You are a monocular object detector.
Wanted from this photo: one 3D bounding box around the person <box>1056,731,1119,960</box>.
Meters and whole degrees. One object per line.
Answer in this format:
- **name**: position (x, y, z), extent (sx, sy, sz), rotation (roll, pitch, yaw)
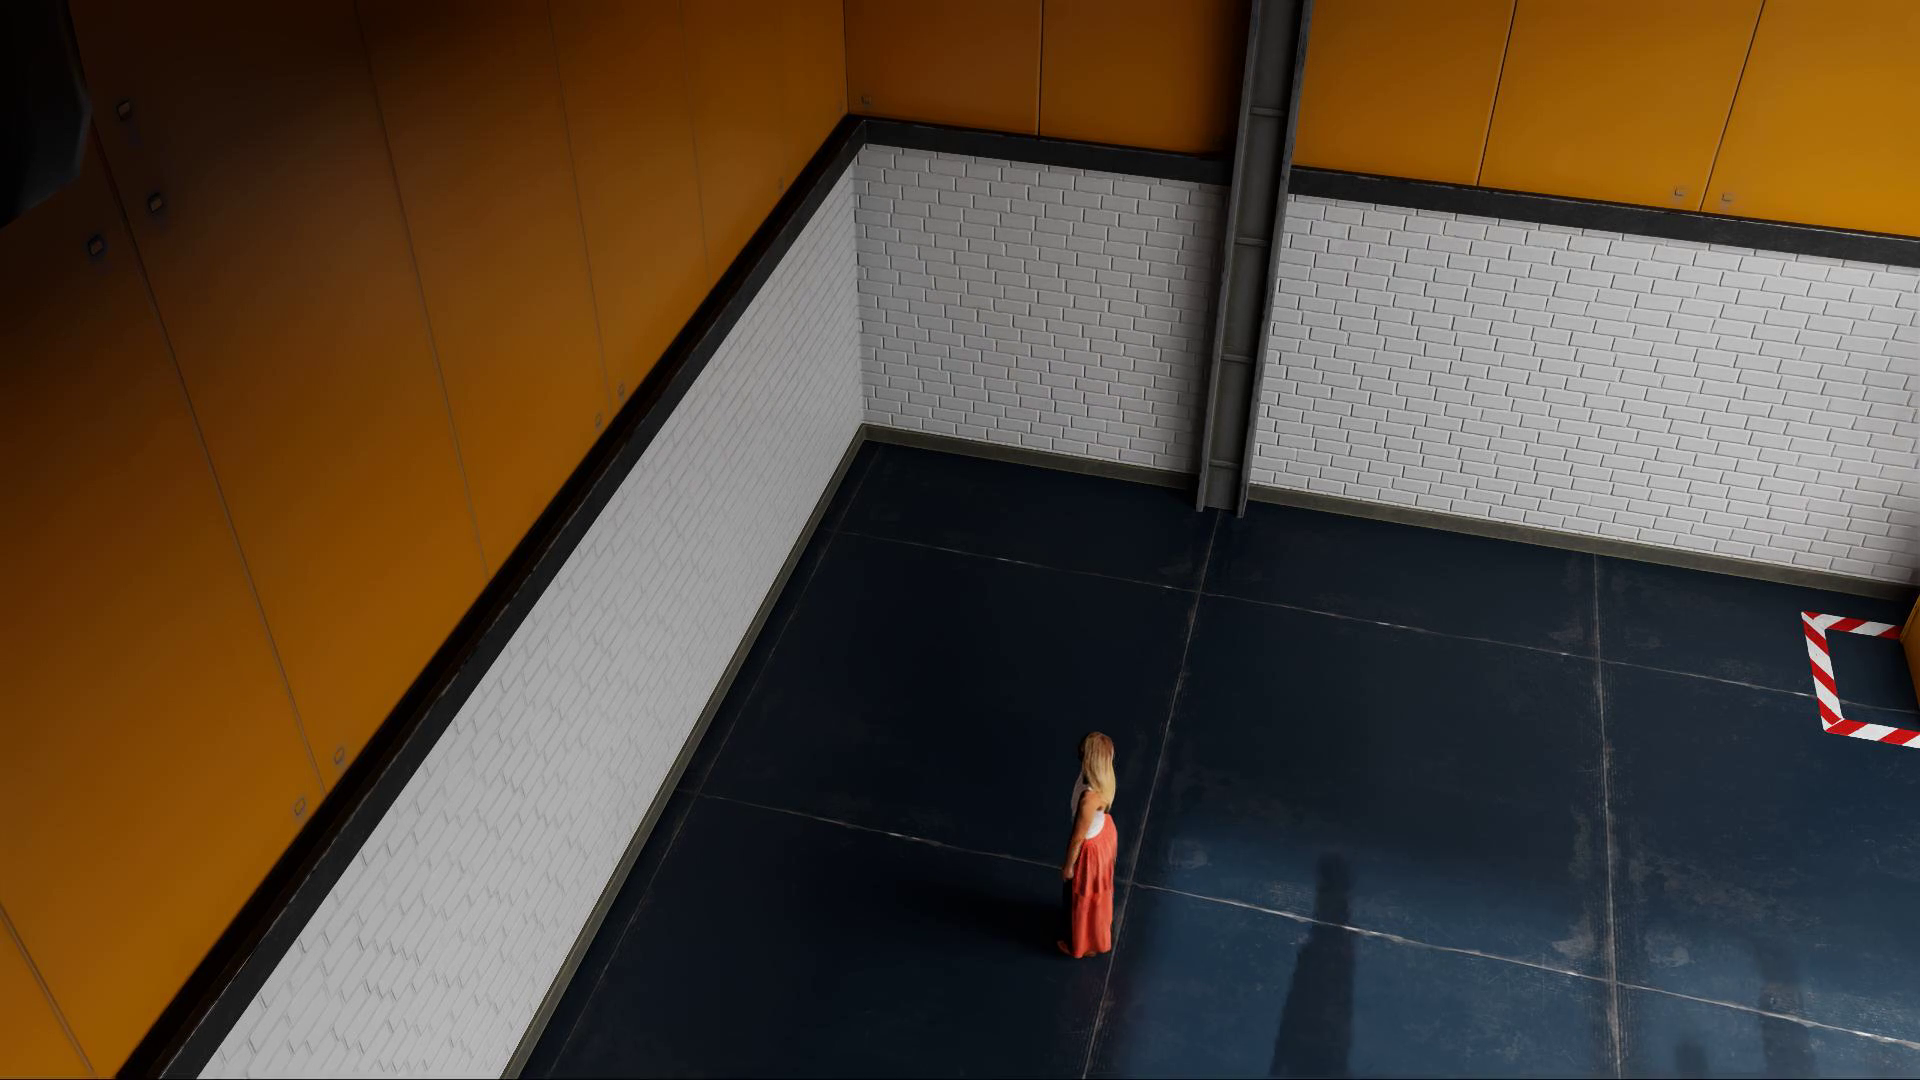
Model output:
- **person**: position (0.786, 1.817, 9.816), extent (0.585, 1.802, 0.609), rotation (10, 40, 13)
